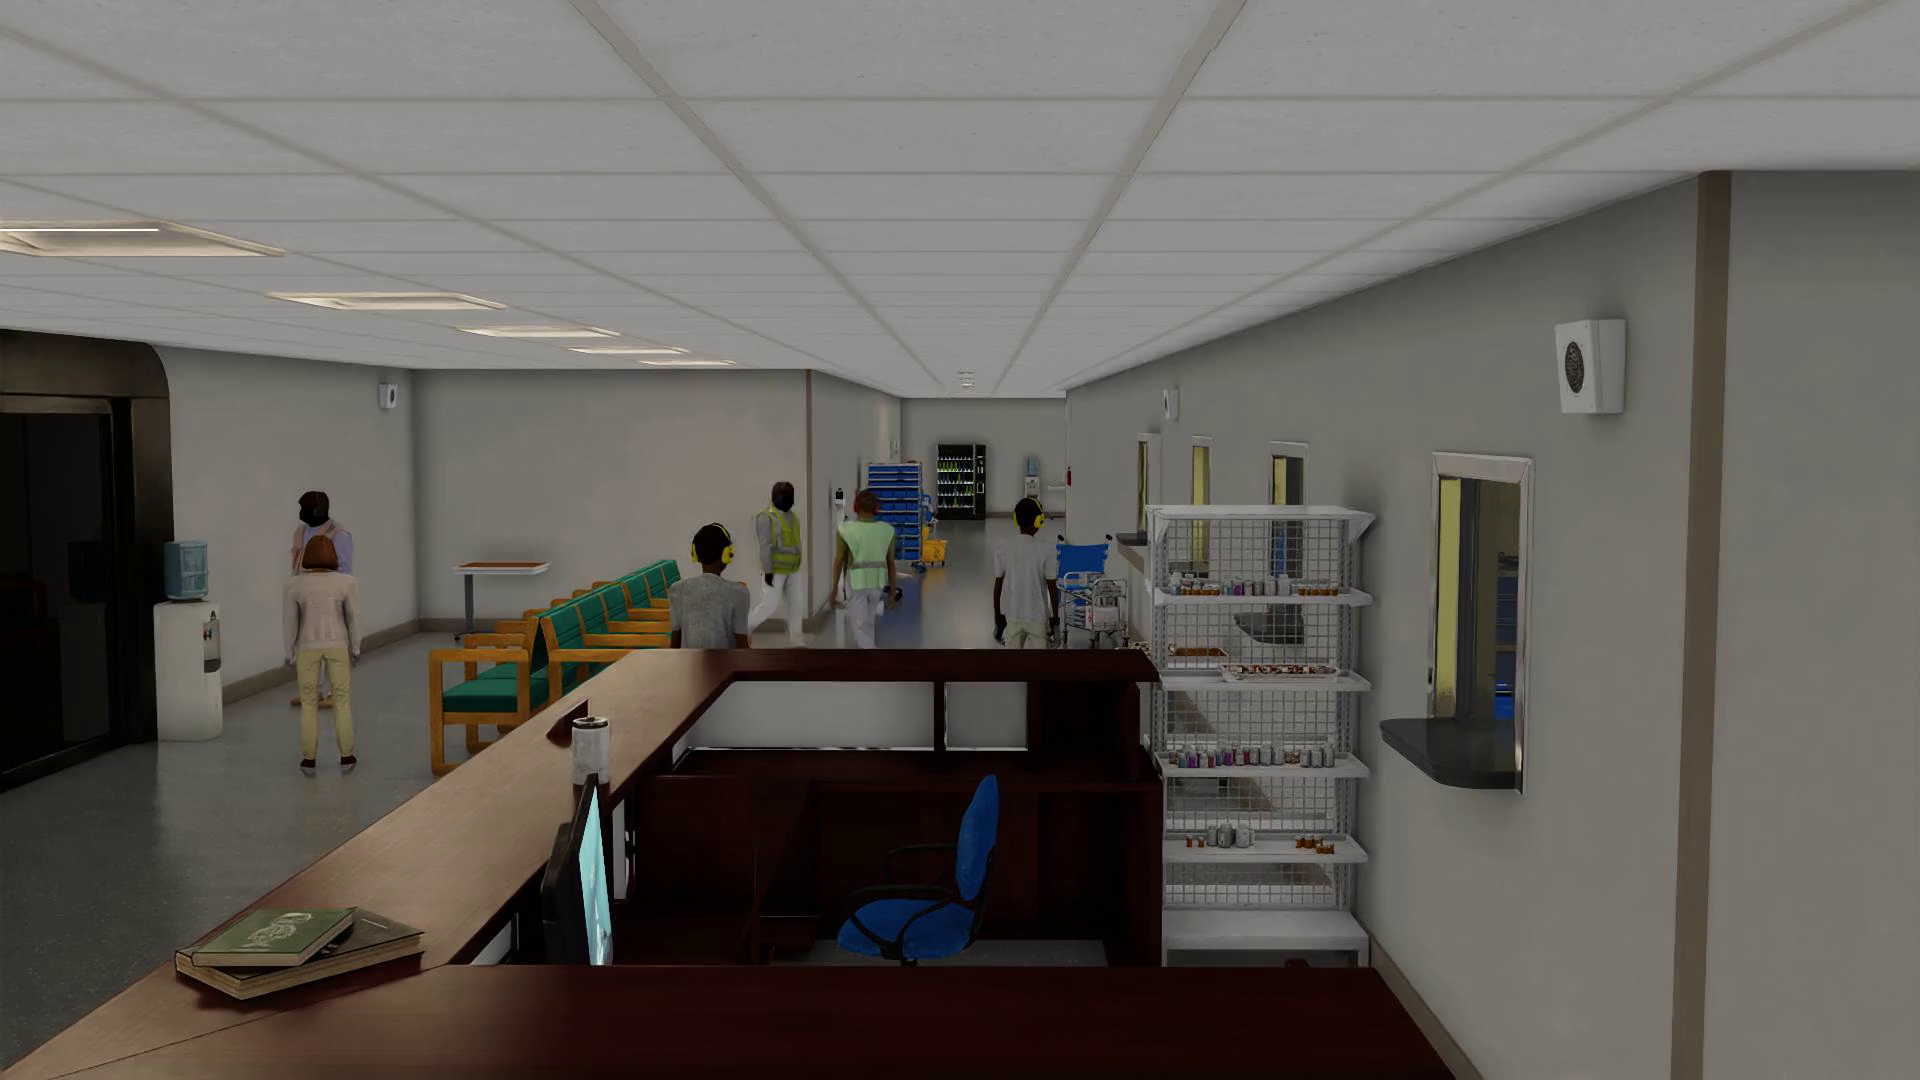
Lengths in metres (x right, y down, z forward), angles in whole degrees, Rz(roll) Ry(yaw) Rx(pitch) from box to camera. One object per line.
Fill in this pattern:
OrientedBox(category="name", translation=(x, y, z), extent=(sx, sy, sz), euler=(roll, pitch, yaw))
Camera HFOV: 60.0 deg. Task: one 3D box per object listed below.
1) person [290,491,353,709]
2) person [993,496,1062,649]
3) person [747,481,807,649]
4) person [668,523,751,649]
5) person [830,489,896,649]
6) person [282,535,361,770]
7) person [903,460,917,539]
OrientedBox(category="person", translation=(-5.412, 0.502, 14.050), extent=(0.625, 1.840, 0.430), euler=(2, 5, 30))
OrientedBox(category="person", translation=(0.496, 0.613, 12.258), extent=(0.533, 1.868, 0.310), euler=(2, 4, 22))
OrientedBox(category="person", translation=(-1.904, 0.296, 17.143), extent=(0.797, 1.814, 0.624), euler=(3, 5, 35))
OrientedBox(category="person", translation=(-1.384, 0.837, 9.236), extent=(0.505, 1.861, 0.330), euler=(1, 4, 15))
OrientedBox(category="person", translation=(-0.849, 0.440, 15.134), extent=(0.568, 1.811, 0.887), euler=(-2, 5, -29))
OrientedBox(category="person", translation=(-4.433, 0.779, 11.566), extent=(0.507, 1.631, 0.266), euler=(-2, 4, -22))
OrientedBox(category="person", translation=(-0.950, -0.809, 33.825), extent=(0.310, 1.636, 0.523), euler=(-3, 5, -35))
